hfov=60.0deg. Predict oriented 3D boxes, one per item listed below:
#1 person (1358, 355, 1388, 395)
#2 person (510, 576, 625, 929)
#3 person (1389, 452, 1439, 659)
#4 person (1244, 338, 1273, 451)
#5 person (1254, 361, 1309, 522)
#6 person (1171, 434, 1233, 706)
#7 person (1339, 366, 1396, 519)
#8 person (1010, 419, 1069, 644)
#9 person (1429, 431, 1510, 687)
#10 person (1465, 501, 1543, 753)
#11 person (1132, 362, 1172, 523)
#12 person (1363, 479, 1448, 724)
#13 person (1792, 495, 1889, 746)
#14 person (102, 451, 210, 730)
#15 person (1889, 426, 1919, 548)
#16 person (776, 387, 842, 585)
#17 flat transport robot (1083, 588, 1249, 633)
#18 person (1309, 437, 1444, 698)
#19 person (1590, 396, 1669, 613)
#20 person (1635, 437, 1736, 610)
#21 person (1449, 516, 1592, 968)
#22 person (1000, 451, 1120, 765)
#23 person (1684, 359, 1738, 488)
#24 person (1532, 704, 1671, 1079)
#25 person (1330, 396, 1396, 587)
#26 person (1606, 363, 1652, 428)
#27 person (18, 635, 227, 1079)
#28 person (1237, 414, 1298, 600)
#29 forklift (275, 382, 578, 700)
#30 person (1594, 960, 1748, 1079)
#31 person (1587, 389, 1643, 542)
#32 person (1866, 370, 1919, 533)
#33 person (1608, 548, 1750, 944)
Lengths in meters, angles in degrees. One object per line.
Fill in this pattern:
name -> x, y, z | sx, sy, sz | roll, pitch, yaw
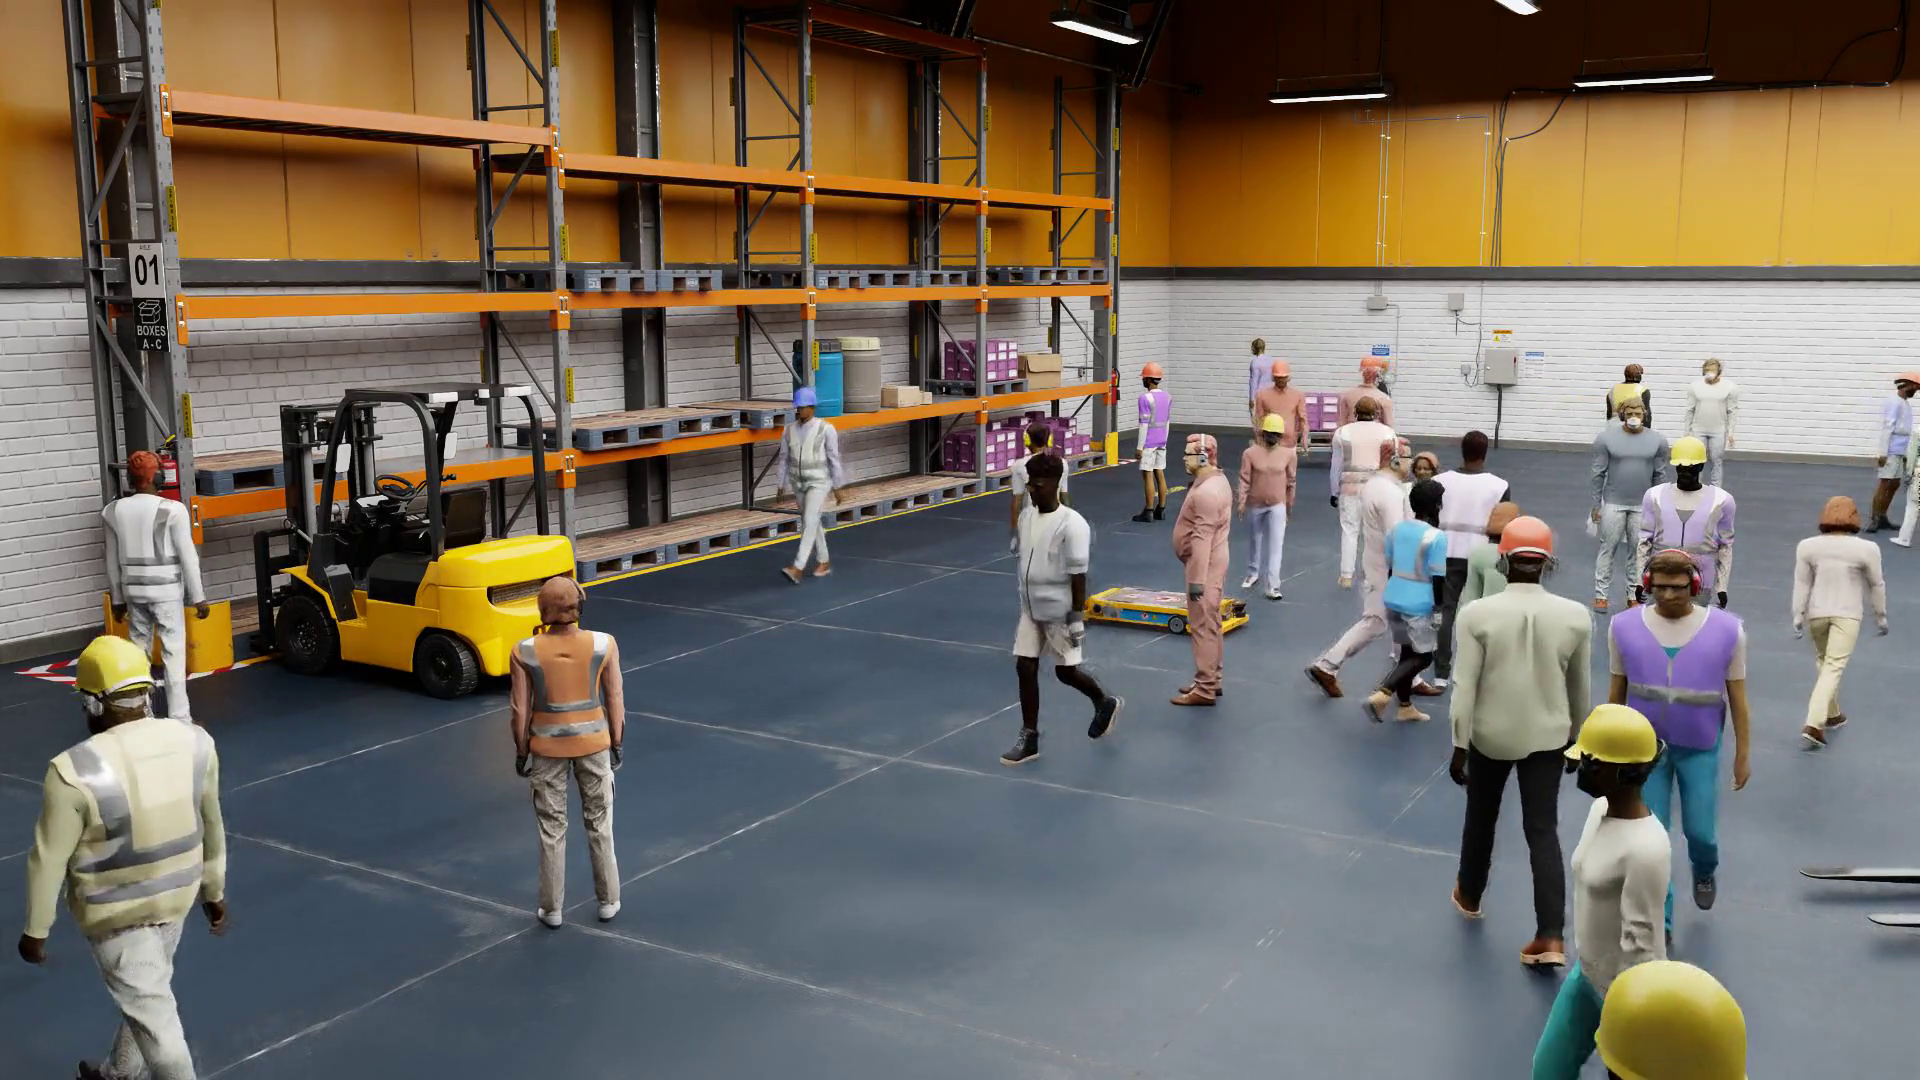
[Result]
person -> 5.422, -1.428, 21.639 | 0.600, 1.961, 0.663 | -2, 9, -10
person -> -1.796, 0.974, 7.651 | 0.513, 1.639, 0.311 | -3, 9, -17
person -> 3.605, 0.124, 12.999 | 0.528, 1.632, 0.466 | 5, 10, 27
person -> 5.002, -2.410, 27.879 | 0.396, 1.931, 0.624 | 7, 11, 37
person -> 3.883, -1.170, 20.037 | 0.630, 1.946, 0.973 | 1, 9, 4
person -> 1.684, 0.206, 11.633 | 0.401, 1.902, 0.649 | 2, 9, 15
person -> 5.067, -1.200, 20.485 | 0.676, 1.862, 0.942 | 8, 12, 42
person -> 0.663, -0.045, 13.371 | 0.539, 1.844, 0.515 | -2, 9, -13
person -> 3.715, 0.127, 12.265 | 0.616, 1.862, 1.029 | 4, 10, 26
person -> 3.353, 0.560, 10.387 | 0.790, 1.606, 0.504 | -6, 11, -34
person -> 2.318, -1.181, 20.154 | 0.348, 1.942, 0.548 | 9, 13, 43
person -> 2.908, 0.437, 10.893 | 0.572, 1.674, 0.557 | -4, 10, -24
person -> 5.638, 0.508, 10.730 | 0.896, 1.587, 0.518 | -8, 12, -41
person -> -5.181, 0.361, 10.726 | 0.601, 1.883, 0.365 | 1, 9, 9
person -> 10.538, -0.683, 18.072 | 0.598, 1.618, 0.529 | 2, 9, 14
person -> -1.526, -0.528, 16.192 | 0.645, 1.895, 1.003 | 5, 10, 29
flat transport robot -> 1.693, 0.593, 14.281 | 1.431, 0.197, 0.652 | 5, 11, 30
person -> 2.960, 0.201, 11.732 | 0.910, 1.875, 0.651 | 1, 9, 9
person -> 5.899, -0.306, 14.705 | 0.635, 1.937, 0.354 | 2, 9, 11
person -> 4.862, 0.262, 11.198 | 0.593, 1.924, 0.380 | 5, 11, 30
person -> 2.499, 0.869, 7.382 | 0.644, 1.945, 1.020 | 1, 9, 4
person -> 0.627, 0.402, 10.323 | 0.840, 1.940, 0.601 | -8, 12, -40
person -> 9.655, -1.365, 21.442 | 0.633, 1.927, 0.495 | 6, 11, 35
person -> 2.068, 1.343, 5.083 | 0.904, 1.727, 0.531 | 0, 9, 3
person -> 3.865, -0.458, 15.953 | 0.631, 1.842, 0.428 | 1, 9, 9
person -> 8.731, -1.374, 21.670 | 0.430, 1.845, 0.619 | -6, 11, -31
person -> -2.892, 1.210, 5.675 | 0.884, 1.788, 0.615 | 5, 10, 26
person -> 2.870, -0.328, 15.593 | 0.548, 1.722, 0.932 | 2, 9, 10
forklift -> -3.974, -0.067, 12.417 | 2.313, 2.155, 1.214 | 5, 11, 30
person -> 1.131, 1.600, 2.897 | 0.599, 1.909, 0.666 | -1, 9, -3
person -> 7.368, -0.817, 18.534 | 0.652, 1.725, 0.493 | -5, 10, -27
person -> 10.837, -1.016, 19.322 | 0.732, 1.898, 0.348 | -9, 13, -44
person -> 3.231, 0.913, 7.489 | 0.622, 1.816, 0.656 | 6, 11, 31
